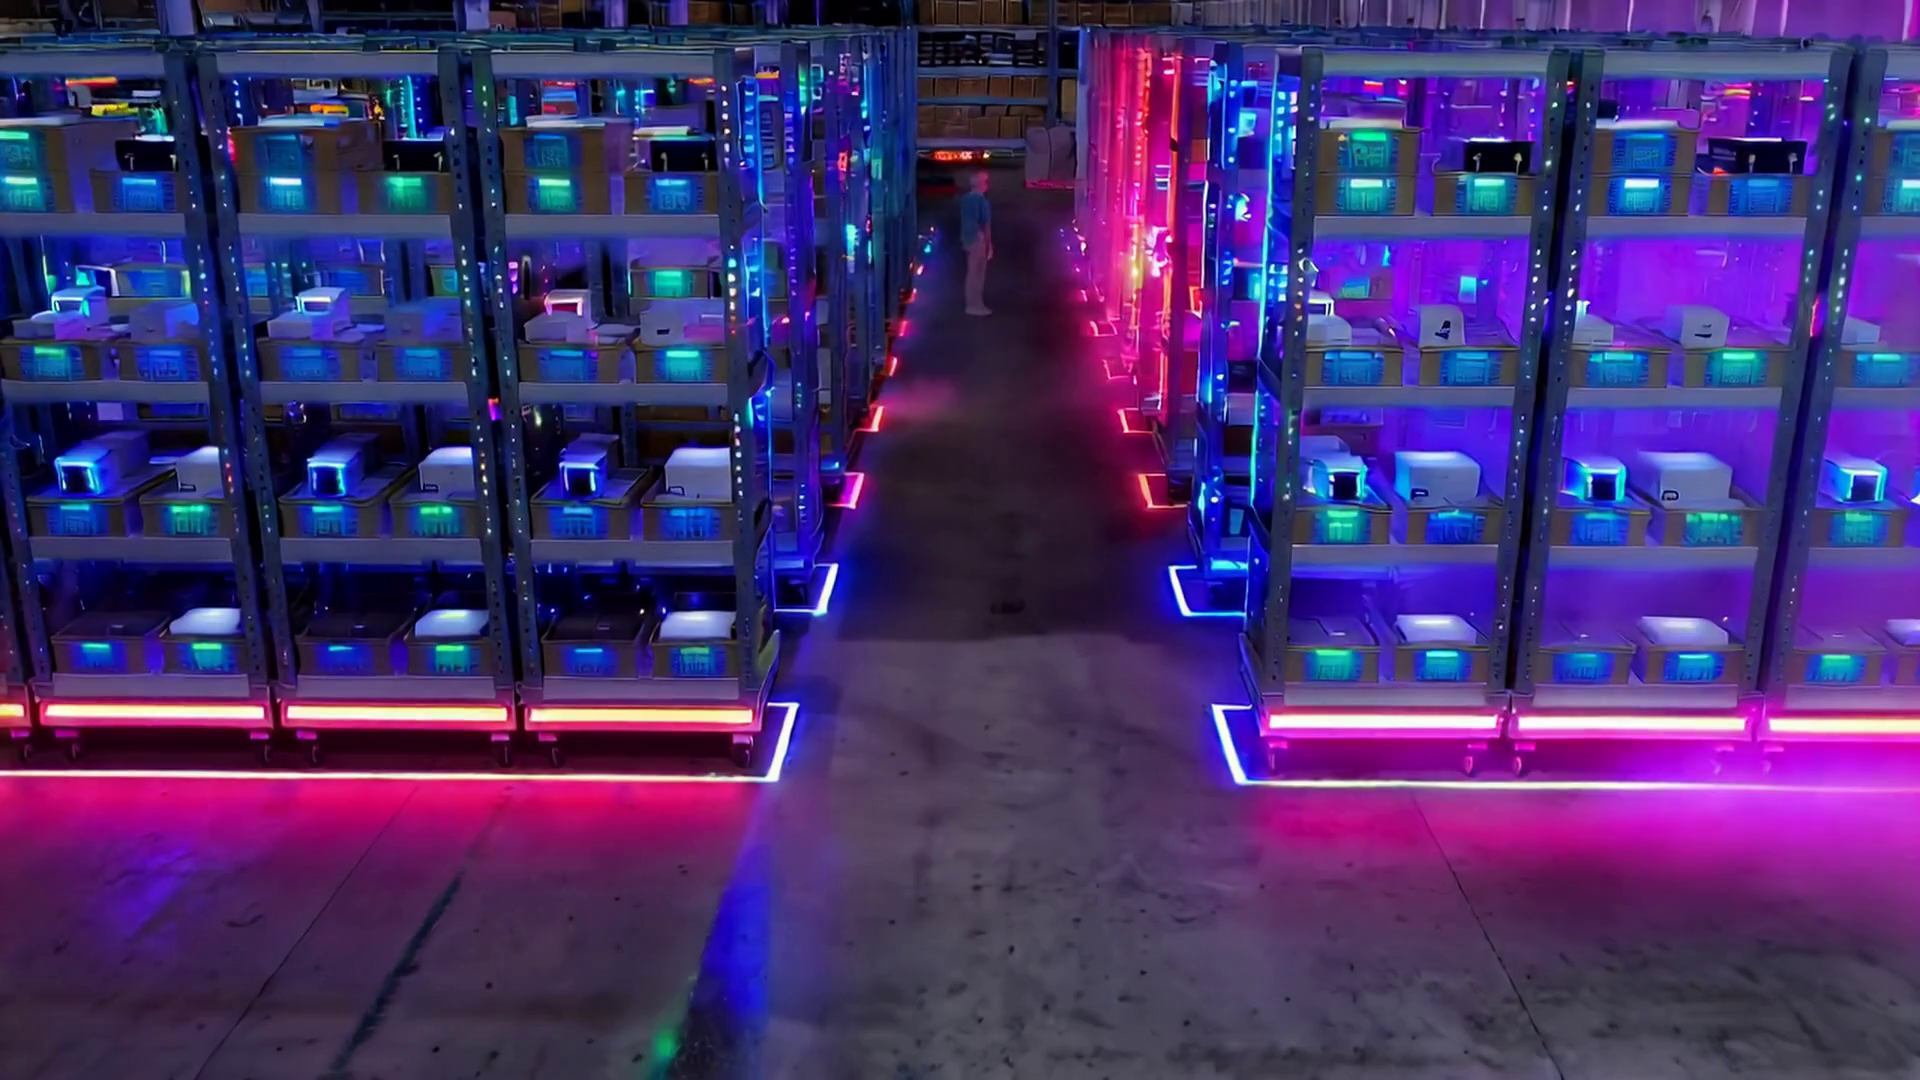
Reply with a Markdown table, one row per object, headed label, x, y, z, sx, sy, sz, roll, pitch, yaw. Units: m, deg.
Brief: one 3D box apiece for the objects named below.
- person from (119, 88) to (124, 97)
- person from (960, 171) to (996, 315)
| label | x | y | z | sx | sy | sz | roll | pitch | yaw |
| --- | --- | --- | --- | --- | --- | --- | --- | --- | --- |
| person | -26.669 | -13.607 | 52.645 | 0.632 | 1.888 | 1.026 | 9 | 19 | 25 |
| person | 0.212 | -3.861 | 21.648 | 0.373 | 1.840 | 0.570 | -10 | 20 | -28 |
